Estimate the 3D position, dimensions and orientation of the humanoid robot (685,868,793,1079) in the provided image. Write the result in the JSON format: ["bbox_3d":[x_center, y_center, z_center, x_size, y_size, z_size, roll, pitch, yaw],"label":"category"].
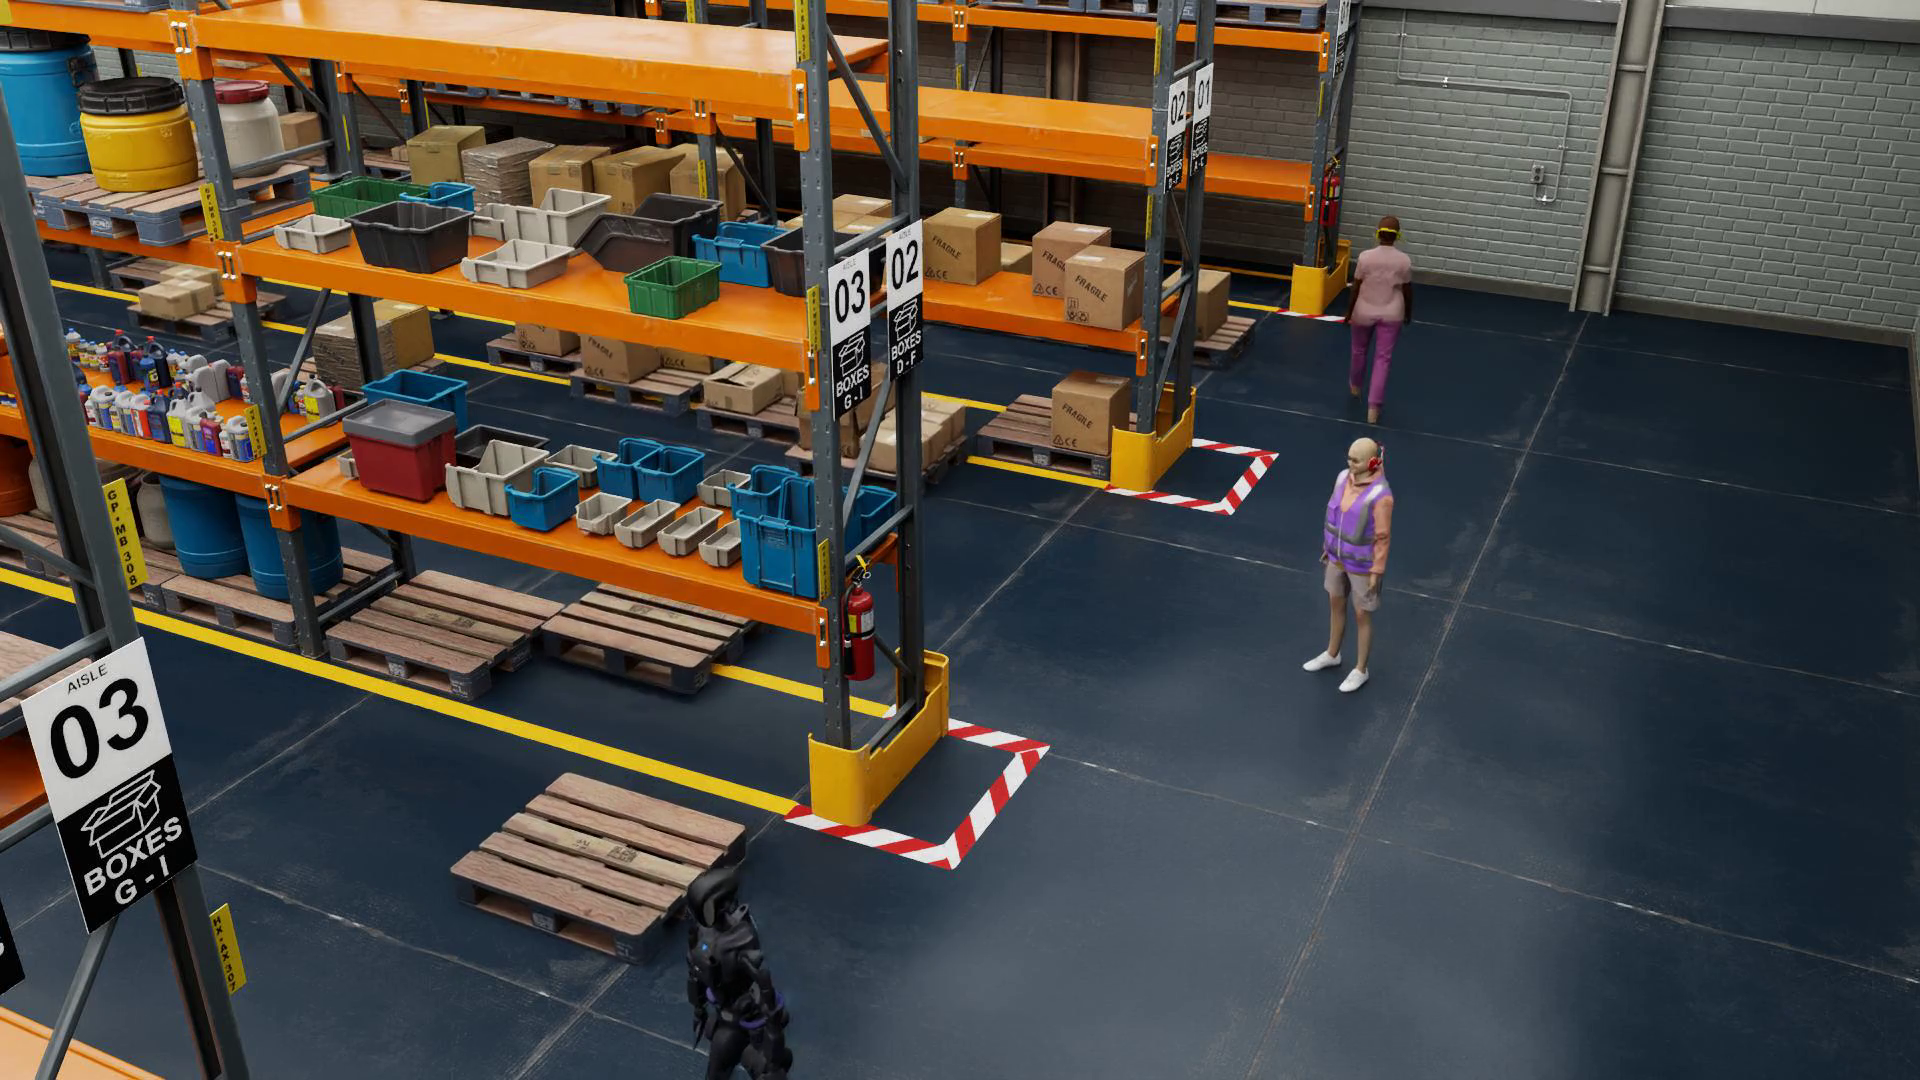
[{"bbox_3d":[-0.882,2.000,6.737,0.610,1.623,0.825,23,35,39],"label":"humanoid robot"}]

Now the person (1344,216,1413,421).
[{"bbox_3d":[3.693,-2.003,14.673,0.572,1.758,0.910,7,27,14],"label":"person"}]

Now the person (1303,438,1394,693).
[{"bbox_3d":[2.462,0.144,10.403,0.340,1.692,0.492,-15,30,-28],"label":"person"}]
